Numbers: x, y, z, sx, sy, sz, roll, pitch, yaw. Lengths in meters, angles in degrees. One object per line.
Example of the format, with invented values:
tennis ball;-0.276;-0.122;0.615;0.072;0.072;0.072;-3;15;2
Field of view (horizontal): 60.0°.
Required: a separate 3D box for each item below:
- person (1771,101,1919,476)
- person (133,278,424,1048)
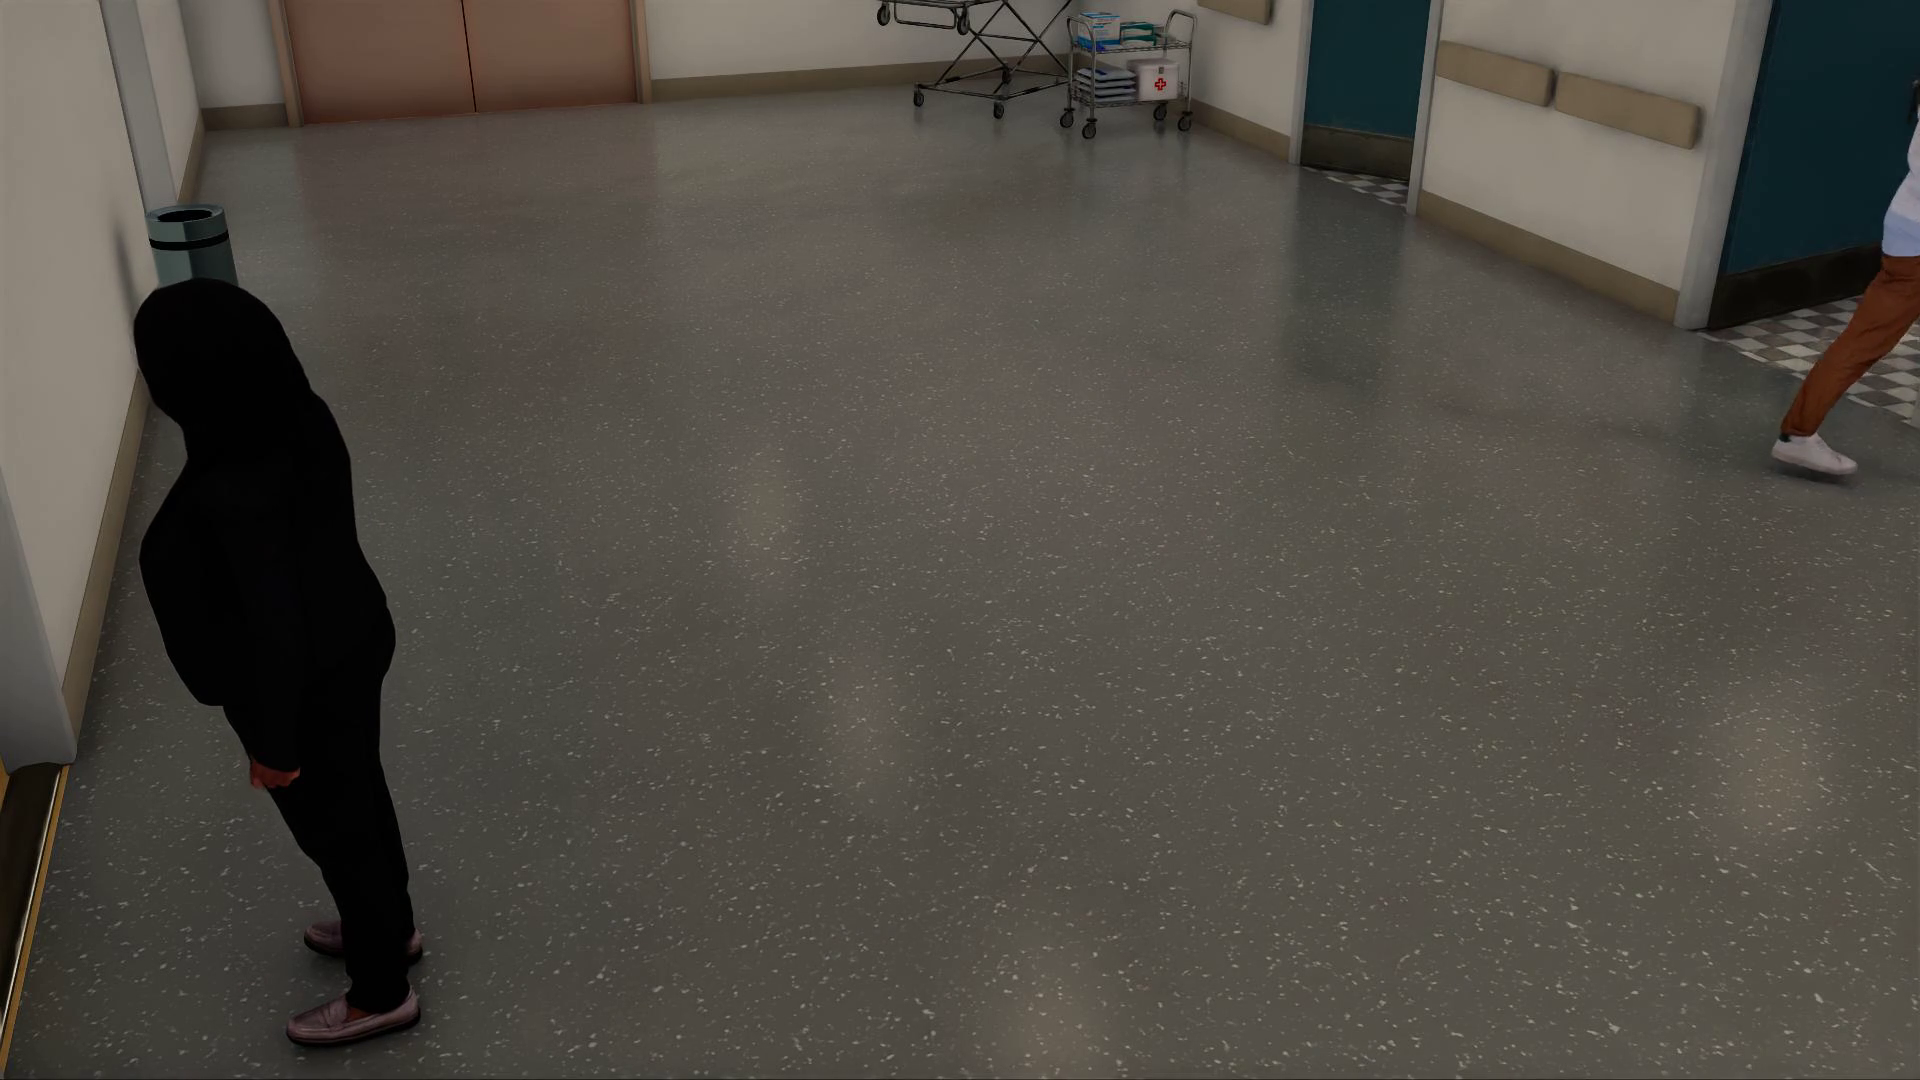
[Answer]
person;3.266;-1.036;5.752;1.236;1.777;1.176;12;28;23
person;-1.273;0.260;3.254;0.746;1.612;0.611;-4;26;-9
